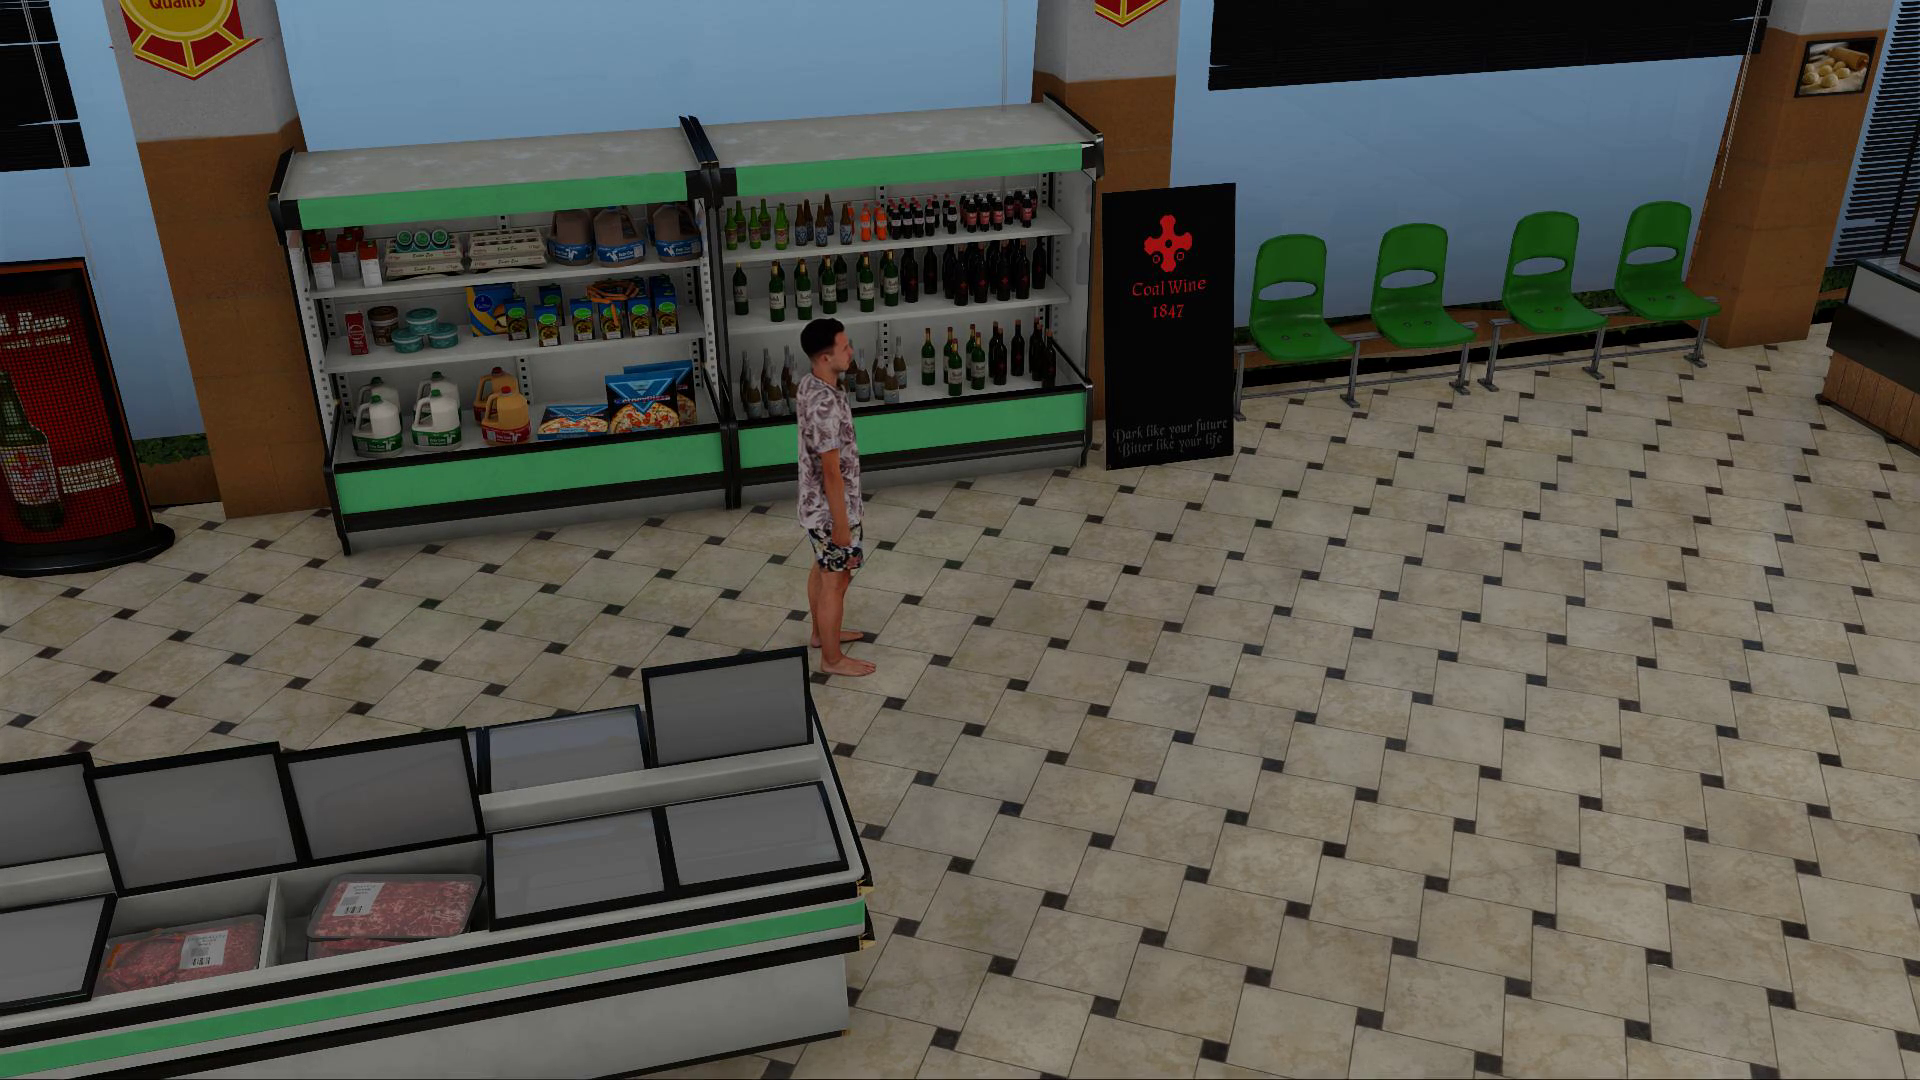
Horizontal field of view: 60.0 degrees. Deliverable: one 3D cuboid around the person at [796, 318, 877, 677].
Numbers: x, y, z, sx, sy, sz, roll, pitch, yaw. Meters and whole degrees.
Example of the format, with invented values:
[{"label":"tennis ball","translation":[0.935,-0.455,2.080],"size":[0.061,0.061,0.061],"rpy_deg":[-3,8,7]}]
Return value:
[{"label":"person","translation":[-0.640,-0.210,8.019],"size":[0.548,1.816,0.657],"rpy_deg":[-7,29,-12]}]
